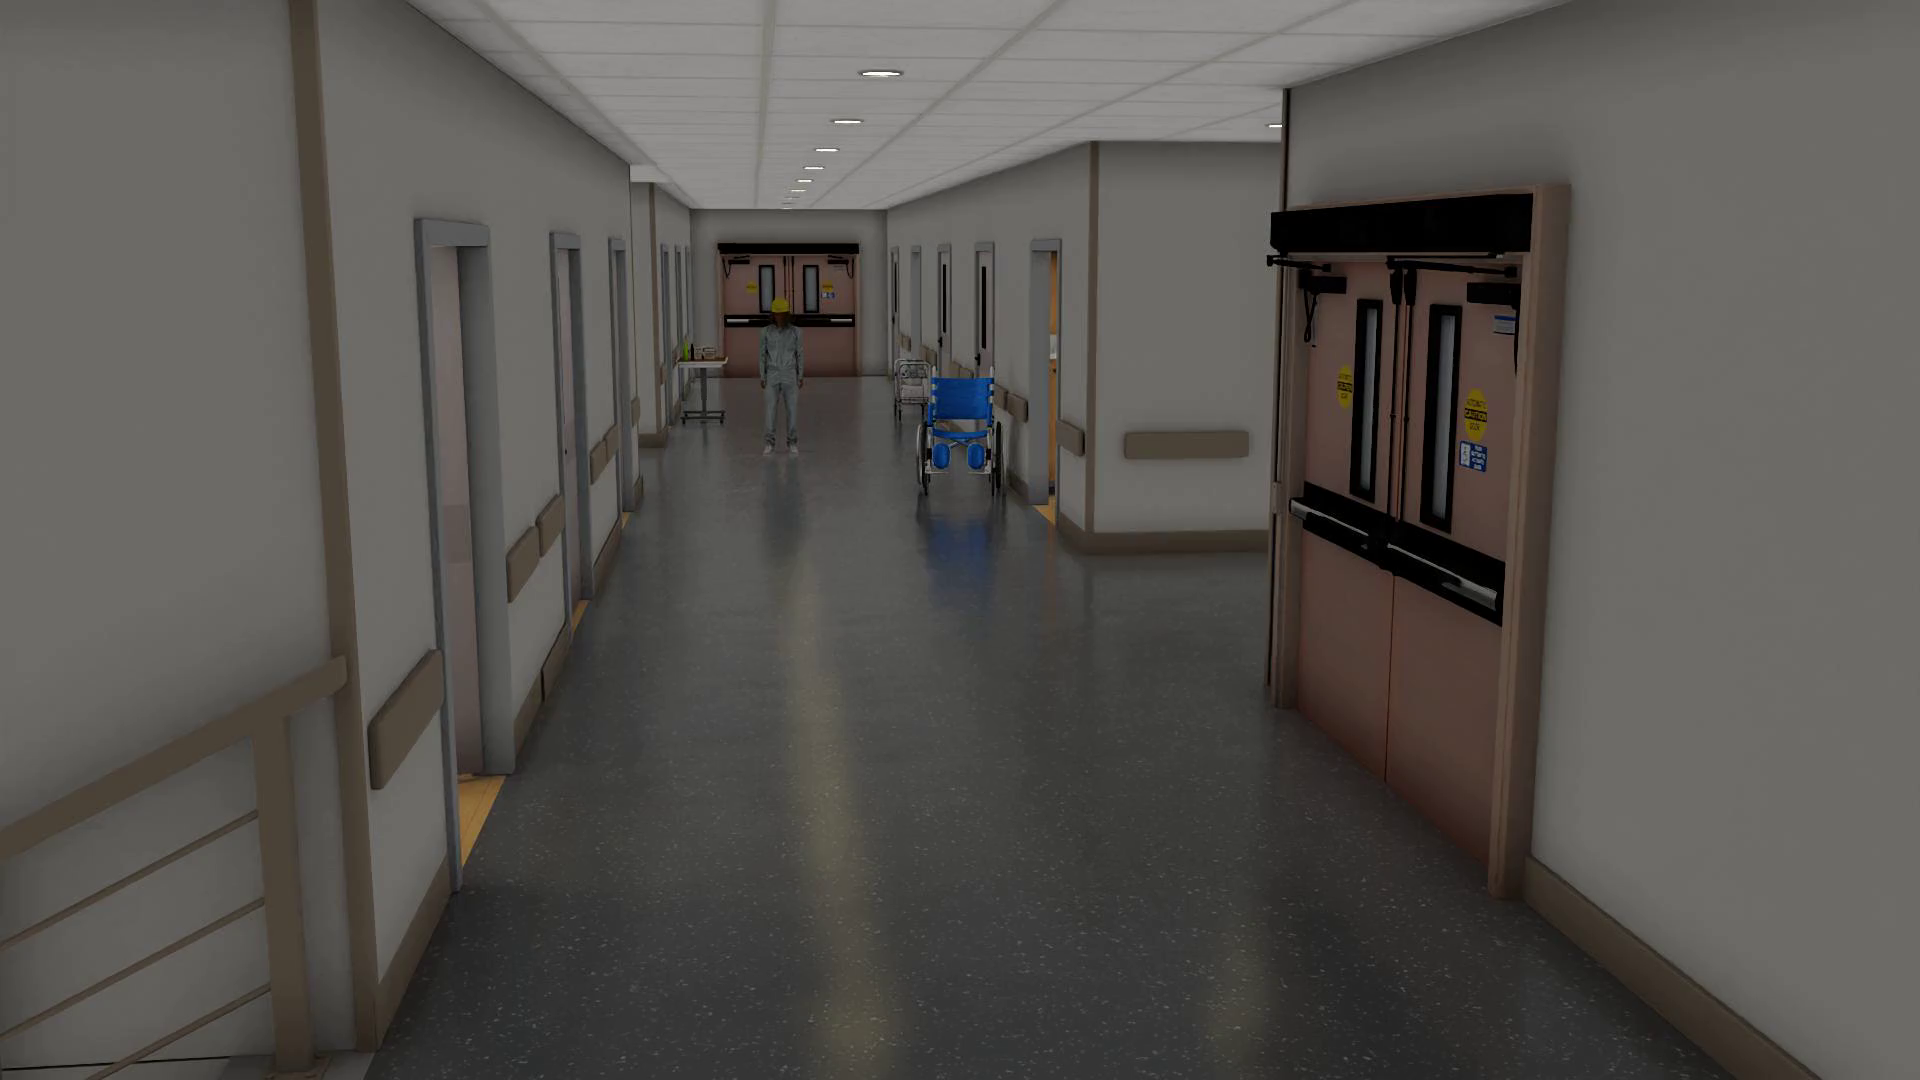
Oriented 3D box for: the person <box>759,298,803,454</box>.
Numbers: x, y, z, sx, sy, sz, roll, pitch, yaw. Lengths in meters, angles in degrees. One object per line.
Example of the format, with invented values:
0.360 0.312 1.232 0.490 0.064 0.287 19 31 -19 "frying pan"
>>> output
-1.980 -1.813 18.462 0.491 1.741 0.323 -1 10 -6 "person"
